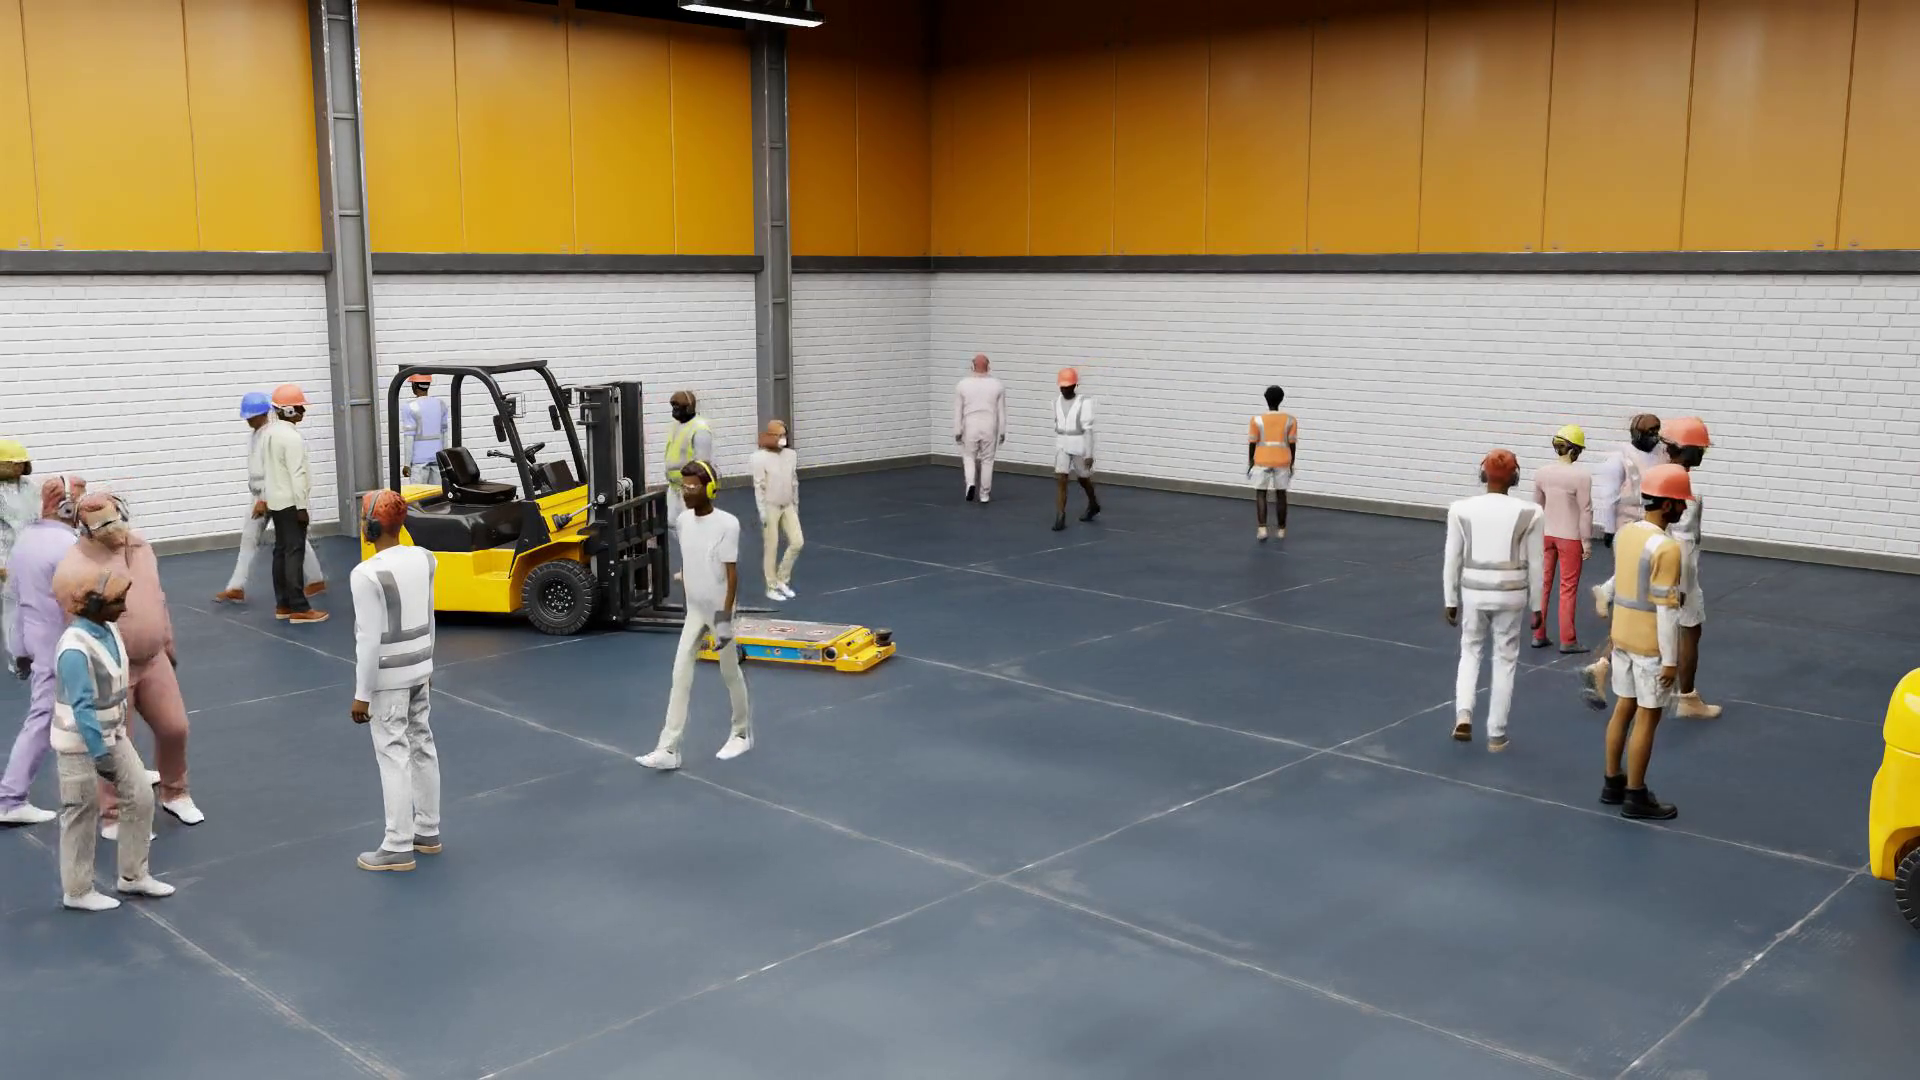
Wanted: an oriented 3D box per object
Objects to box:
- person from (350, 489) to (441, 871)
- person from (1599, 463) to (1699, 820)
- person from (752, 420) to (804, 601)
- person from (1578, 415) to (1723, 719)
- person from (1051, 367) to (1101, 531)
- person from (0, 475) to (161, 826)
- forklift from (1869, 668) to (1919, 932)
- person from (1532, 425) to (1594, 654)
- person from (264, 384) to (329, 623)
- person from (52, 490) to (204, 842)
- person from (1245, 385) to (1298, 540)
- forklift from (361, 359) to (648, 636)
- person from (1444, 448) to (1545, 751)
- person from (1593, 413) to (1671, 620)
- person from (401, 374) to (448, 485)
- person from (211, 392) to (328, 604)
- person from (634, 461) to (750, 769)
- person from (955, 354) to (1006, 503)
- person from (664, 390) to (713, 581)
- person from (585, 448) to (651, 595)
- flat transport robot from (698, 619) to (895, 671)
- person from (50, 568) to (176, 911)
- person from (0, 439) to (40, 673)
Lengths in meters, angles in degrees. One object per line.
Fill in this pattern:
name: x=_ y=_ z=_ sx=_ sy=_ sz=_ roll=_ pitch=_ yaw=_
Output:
person: x=-2.789 y=0.684 z=8.198 sx=0.356 sy=1.885 sz=0.574 roll=3 pitch=10 yaw=16
person: x=3.705 y=0.546 z=8.930 sx=0.377 sy=1.930 sz=0.544 roll=-1 pitch=9 yaw=-7
person: x=-1.596 y=-0.255 z=14.750 sx=0.508 sy=1.620 sz=0.387 roll=-9 pitch=13 yaw=-43
person: x=4.571 y=0.190 z=10.831 sx=0.857 sy=2.024 sz=0.613 roll=-1 pitch=9 yaw=-6
person: x=1.349 y=-1.066 z=19.044 sx=0.558 sy=1.870 sz=1.003 roll=5 pitch=11 yaw=30
person: x=-4.816 y=0.577 z=8.971 sx=0.970 sy=1.850 sz=0.623 roll=-9 pitch=13 yaw=-44
forklift: x=5.205 y=0.723 z=7.013 sx=2.313 sy=2.155 sz=1.214 roll=9 pitch=13 yaw=43
person: x=4.649 y=-0.007 z=12.821 sx=0.322 sy=1.761 sz=0.522 roll=-6 pitch=11 yaw=-34
person: x=-5.592 y=-0.306 z=13.926 sx=0.393 sy=1.995 sz=0.612 roll=-8 pitch=12 yaw=-40
person: x=-4.253 y=0.656 z=8.464 sx=0.461 sy=1.868 sz=0.739 roll=3 pitch=10 yaw=19
person: x=3.396 y=-0.835 z=18.100 sx=0.543 sy=1.700 sz=0.334 roll=1 pitch=9 yaw=4
forklift: x=-3.850 y=-0.407 z=13.936 sx=2.313 sy=2.155 sz=1.214 roll=2 pitch=9 yaw=11
person: x=3.261 y=0.373 z=10.169 sx=0.581 sy=1.872 sz=0.438 roll=5 pitch=10 yaw=27
person: x=5.433 y=-0.136 z=13.460 sx=0.632 sy=1.816 sz=0.817 roll=-4 pitch=10 yaw=-23
person: x=-5.657 y=-0.871 z=17.567 sx=0.357 sy=1.937 sz=0.551 roll=6 pitch=11 yaw=35
person: x=-6.090 y=-0.368 z=14.669 sx=0.596 sy=1.883 sz=0.965 roll=7 pitch=12 yaw=38
person: x=-1.530 y=0.454 z=9.769 sx=0.540 sy=1.825 sz=0.928 roll=6 pitch=11 yaw=32
person: x=0.262 y=-1.387 z=20.872 sx=0.652 sy=1.891 sz=0.492 roll=0 pitch=9 yaw=1
person: x=-2.562 y=-0.505 z=15.680 sx=0.436 sy=1.821 sz=0.646 roll=-7 pitch=11 yaw=-35
person: x=-3.227 y=-0.416 z=15.008 sx=0.978 sy=1.857 sz=0.650 roll=4 pitch=10 yaw=22
flat transport robot: x=-1.270 y=0.776 z=12.568 sx=1.431 sy=0.197 sz=0.652 roll=3 pitch=10 yaw=19
person: x=-3.880 y=0.918 z=7.561 sx=0.581 sy=1.608 sz=0.531 roll=-1 pitch=9 yaw=-5
person: x=-6.837 y=0.121 z=12.111 sx=0.375 sy=1.727 sz=0.517 roll=2 pitch=9 yaw=11
